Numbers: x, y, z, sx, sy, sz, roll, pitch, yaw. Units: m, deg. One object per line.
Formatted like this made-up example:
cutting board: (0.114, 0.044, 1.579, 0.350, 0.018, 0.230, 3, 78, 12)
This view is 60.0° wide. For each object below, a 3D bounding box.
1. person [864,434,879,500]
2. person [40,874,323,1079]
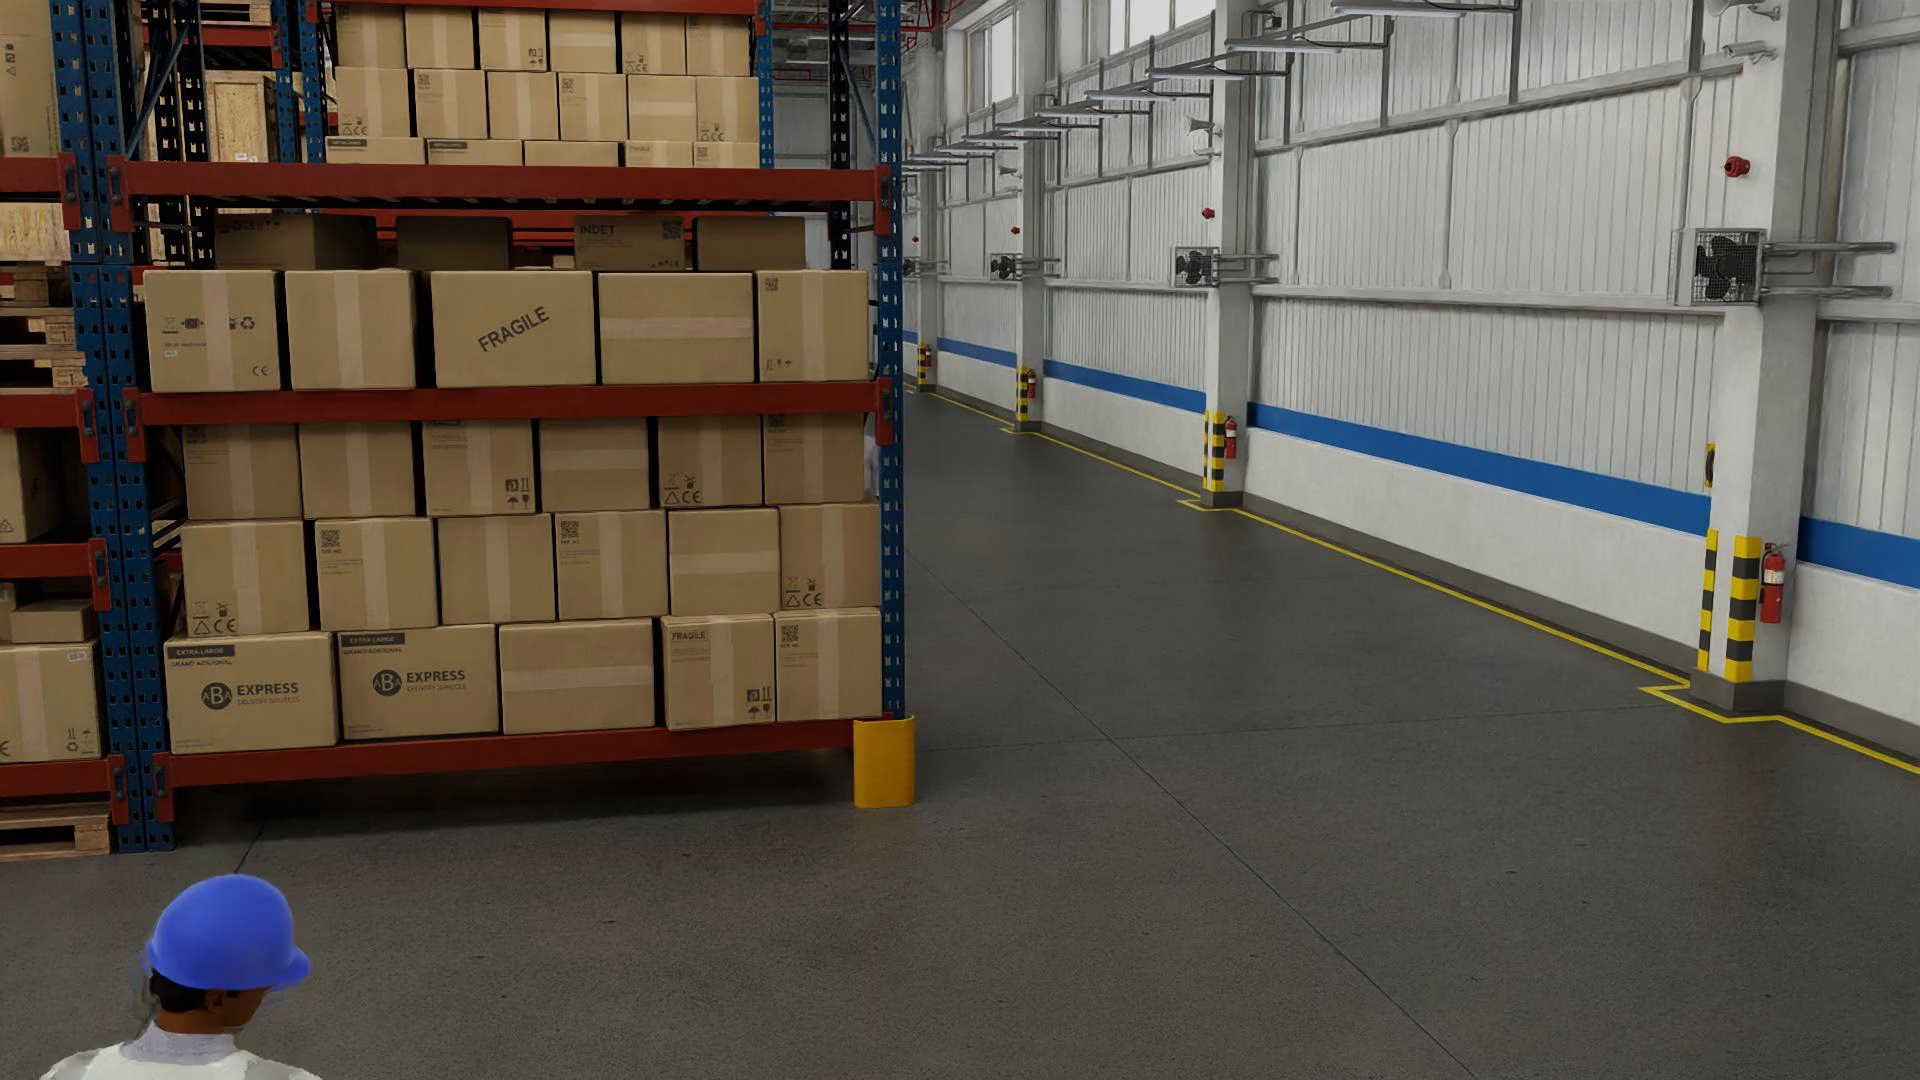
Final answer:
person: (-1.039, -0.457, 16.033, 0.583, 1.740, 0.452, -4, 10, -21)
person: (-1.456, 1.586, 3.132, 0.632, 1.904, 0.862, 1, 9, 4)
